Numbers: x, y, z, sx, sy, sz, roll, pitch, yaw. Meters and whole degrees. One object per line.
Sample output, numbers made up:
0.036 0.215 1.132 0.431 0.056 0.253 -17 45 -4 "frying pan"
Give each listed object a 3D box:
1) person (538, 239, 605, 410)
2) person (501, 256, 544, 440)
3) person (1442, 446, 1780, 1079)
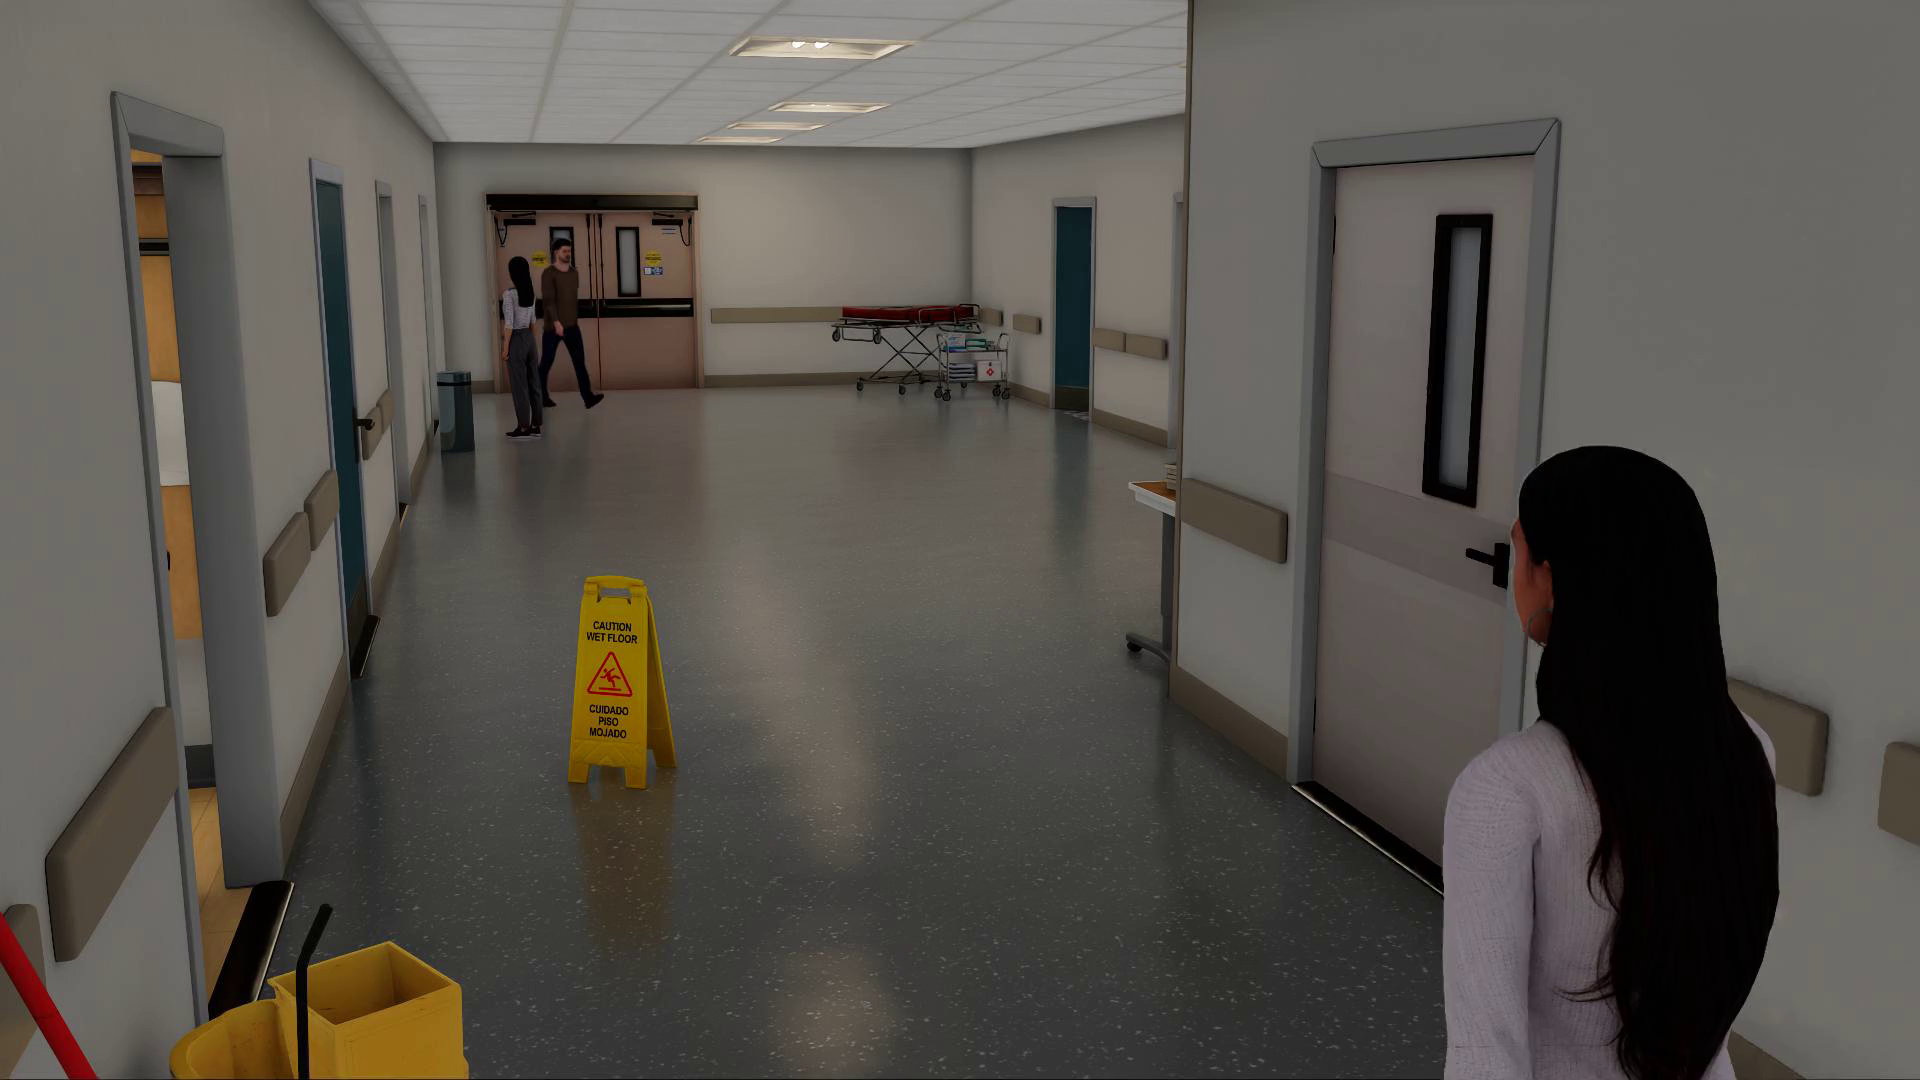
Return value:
-4.426 -2.316 18.178 1.272 1.825 1.108 9 14 38 "person"
-4.204 -1.849 15.962 0.741 1.734 0.665 5 12 25 "person"
0.747 0.827 1.789 0.633 1.760 1.168 -3 11 -18 "person"
